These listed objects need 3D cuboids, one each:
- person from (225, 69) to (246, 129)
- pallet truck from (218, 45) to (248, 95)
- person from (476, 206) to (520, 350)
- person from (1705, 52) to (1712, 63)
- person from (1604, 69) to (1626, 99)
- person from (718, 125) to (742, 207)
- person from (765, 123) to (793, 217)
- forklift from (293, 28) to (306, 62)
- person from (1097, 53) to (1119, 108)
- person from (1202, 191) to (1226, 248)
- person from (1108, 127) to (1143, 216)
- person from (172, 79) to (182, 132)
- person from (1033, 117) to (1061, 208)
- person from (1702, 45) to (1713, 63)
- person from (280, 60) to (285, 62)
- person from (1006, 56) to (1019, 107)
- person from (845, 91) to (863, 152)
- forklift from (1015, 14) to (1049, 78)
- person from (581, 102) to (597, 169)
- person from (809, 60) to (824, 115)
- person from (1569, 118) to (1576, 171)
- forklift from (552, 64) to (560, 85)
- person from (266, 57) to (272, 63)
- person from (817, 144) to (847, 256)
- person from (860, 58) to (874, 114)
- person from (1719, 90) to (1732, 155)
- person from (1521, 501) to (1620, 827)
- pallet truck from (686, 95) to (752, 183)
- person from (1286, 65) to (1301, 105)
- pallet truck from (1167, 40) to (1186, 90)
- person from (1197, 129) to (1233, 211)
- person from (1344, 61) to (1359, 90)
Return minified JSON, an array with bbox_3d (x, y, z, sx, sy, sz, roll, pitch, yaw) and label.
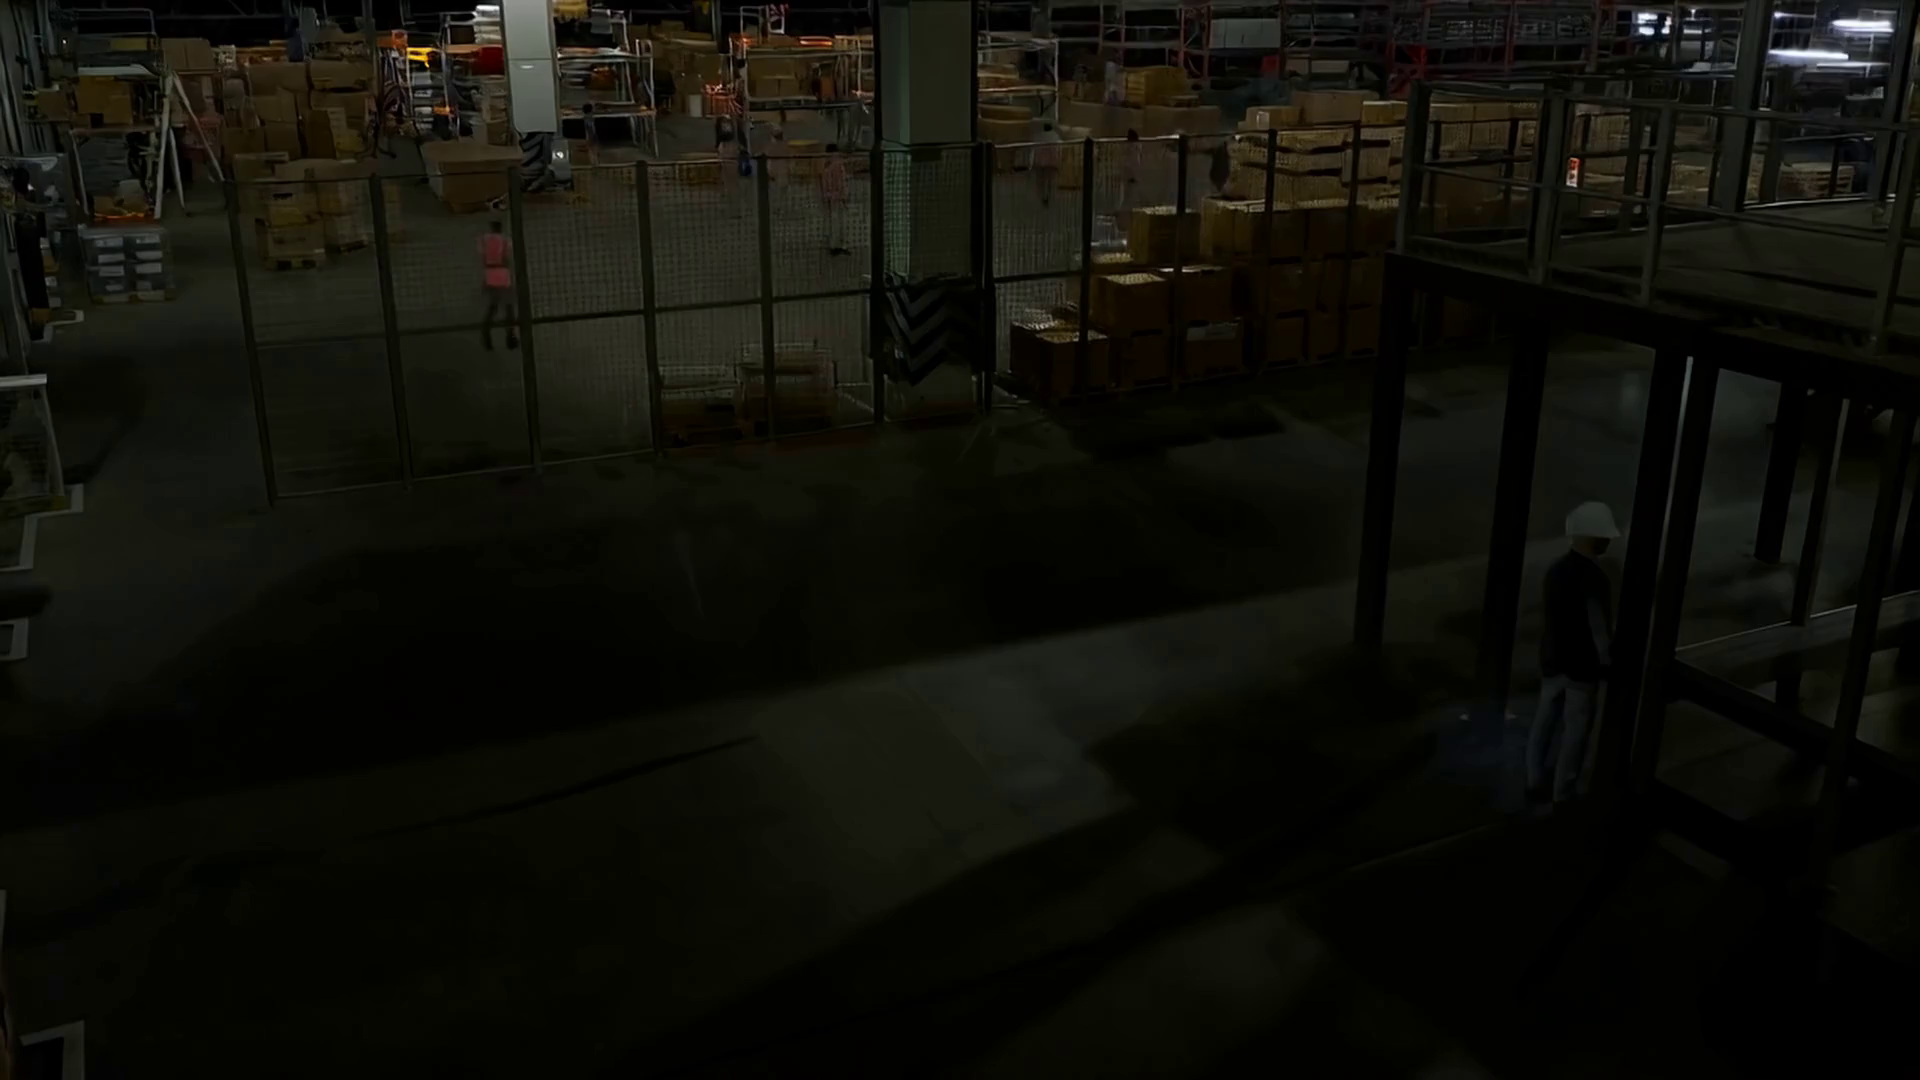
[{"bbox_3d":[-22.727,-13.818,52.227,0.554,1.891,1.018,-8,20,-21],"label":"person"},{"bbox_3d":[-28.879,-18.665,66.111,0.823,1.965,1.885,-3,19,-9],"label":"pallet truck"},{"bbox_3d":[-6.164,-3.456,22.142,0.548,1.922,0.681,3,19,9],"label":"person"},{"bbox_3d":[30.388,-18.977,67.505,0.470,1.668,0.568,16,24,38],"label":"person"},{"bbox_3d":[21.119,-14.275,53.661,0.627,1.809,0.431,8,21,22],"label":"person"},{"bbox_3d":[-4.891,-7.965,35.498,0.505,1.727,0.617,-11,22,-28],"label":"person"},{"bbox_3d":[-3.687,-7.597,34.152,0.616,1.904,0.572,-16,25,-39],"label":"person"},{"bbox_3d":[-23.756,-17.105,60.255,1.873,2.768,1.129,-9,21,-25],"label":"forklift"},{"bbox_3d":[5.458,-16.762,60.699,0.636,1.917,0.989,-14,23,-35],"label":"person"},{"bbox_3d":[3.728,-4.065,23.929,0.655,1.912,0.715,1,19,4],"label":"person"},{"bbox_3d":[3.449,-7.614,34.361,0.837,1.811,0.633,9,21,24],"label":"person"},{"bbox_3d":[-24.325,-13.460,51.579,0.517,1.632,0.311,4,19,11],"label":"person"},{"bbox_3d":[1.870,-8.100,35.667,0.609,1.873,0.986,1,19,3],"label":"person"},{"bbox_3d":[30.209,-19.028,67.286,0.440,1.924,0.637,12,22,31],"label":"person"},{"bbox_3d":[-22.870,-15.275,56.398,0.695,1.929,0.387,-5,20,-15],"label":"person"},{"bbox_3d":[1.816,-16.194,59.067,0.557,1.924,0.495,-9,21,-24],"label":"person"},{"bbox_3d":[-2.825,-11.252,44.987,0.455,1.756,0.524,-10,22,-27],"label":"person"},{"bbox_3d":[3.605,-22.941,77.173,1.873,2.768,1.129,-9,21,-25],"label":"forklift"},{"bbox_3d":[-9.413,-10.271,42.267,0.360,1.672,0.610,-2,19,-6],"label":"person"},{"bbox_3d":[-4.990,-15.736,57.850,0.520,1.844,0.331,-3,19,-9],"label":"person"},{"bbox_3d":[13.924,-9.109,38.363,0.409,2.035,0.602,-2,19,-6],"label":"person"},{"bbox_3d":[-18.281,-20.877,71.189,1.129,2.768,1.873,14,23,34],"label":"forklift"},{"bbox_3d":[-24.612,-16.365,59.639,0.361,1.874,0.587,-10,22,-28],"label":"person"},{"bbox_3d":[-2.264,-6.063,29.655,0.389,1.948,0.608,16,25,39],"label":"person"},{"bbox_3d":[-3.239,-15.962,58.420,0.609,1.901,0.625,-8,20,-21],"label":"person"},{"bbox_3d":[20.559,-11.094,44.099,0.690,2.000,0.984,-9,21,-24],"label":"person"},{"bbox_3d":[3.645,0.718,9.926,0.377,1.995,0.608,18,26,41],"label":"person"},{"bbox_3d":[-5.836,-9.608,39.856,0.823,1.965,1.885,10,22,27],"label":"pallet truck"},{"bbox_3d":[10.842,-14.450,54.058,0.563,1.884,1.022,-17,25,-40],"label":"person"},{"bbox_3d":[9.045,-19.971,69.895,0.823,1.965,1.885,-3,19,-8],"label":"pallet truck"},{"bbox_3d":[4.980,-7.004,32.375,0.934,1.959,0.622,13,23,32],"label":"person"},{"bbox_3d":[14.384,-16.760,61.118,0.535,1.647,0.872,3,19,9],"label":"person"}]
